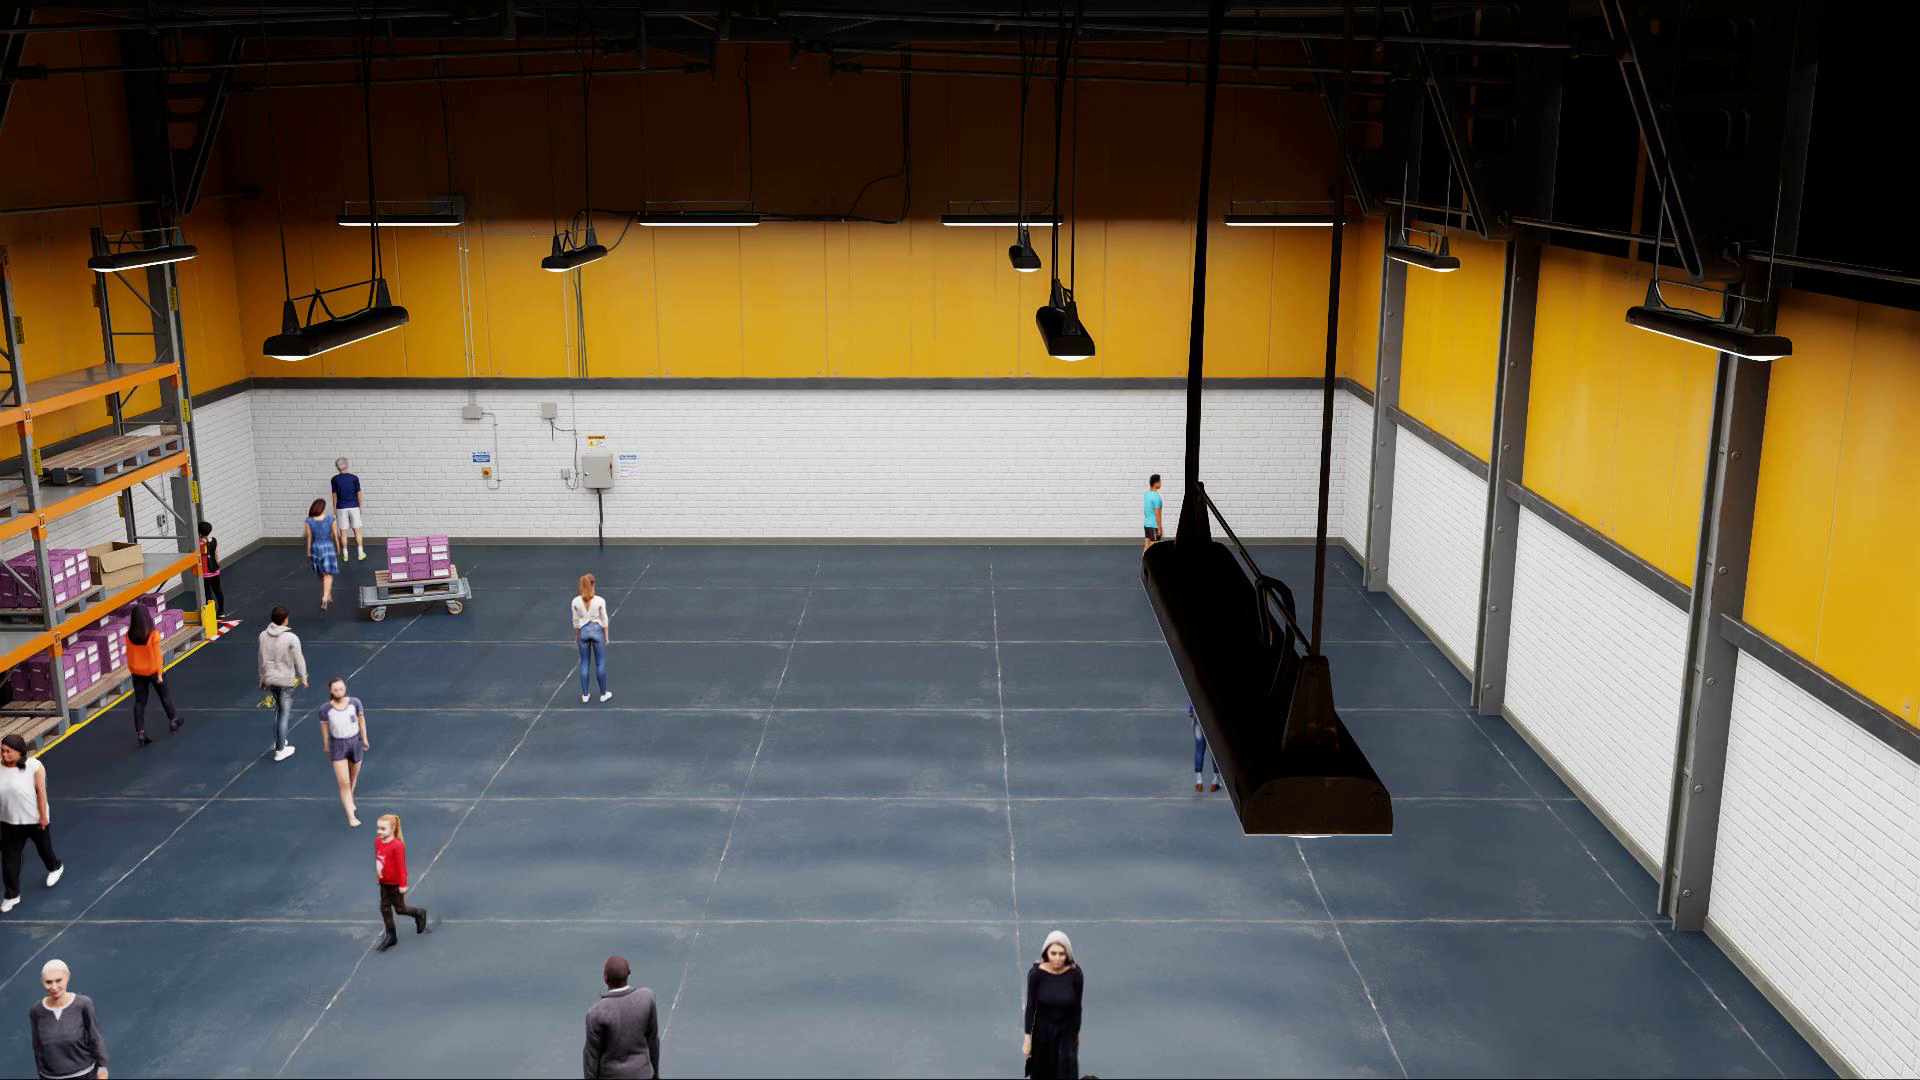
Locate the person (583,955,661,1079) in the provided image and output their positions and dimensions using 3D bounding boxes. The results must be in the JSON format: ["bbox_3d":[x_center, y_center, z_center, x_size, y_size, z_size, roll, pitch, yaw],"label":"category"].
[{"bbox_3d":[-2.304,3.721,11.488,0.788,1.815,0.772,-8,16,-29],"label":"person"}]

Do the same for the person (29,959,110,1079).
[{"bbox_3d":[-6.292,3.712,11.770,0.811,1.700,1.044,-4,14,-17],"label":"person"}]

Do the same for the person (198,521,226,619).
[{"bbox_3d":[-11.513,0.465,25.496,0.655,1.553,0.533,4,14,17],"label":"person"}]

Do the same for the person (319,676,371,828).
[{"bbox_3d":[-6.664,2.254,17.997,0.988,1.605,1.117,-10,17,-36],"label":"person"}]

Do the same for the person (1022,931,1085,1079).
[{"bbox_3d":[0.663,3.625,12.099,0.594,1.715,1.043,0,14,-2],"label":"person"}]

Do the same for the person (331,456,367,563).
[{"bbox_3d":[-10.717,-0.553,29.101,0.696,1.834,0.652,-5,14,-19],"label":"person"}]

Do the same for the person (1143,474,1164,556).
[{"bbox_3d":[3.221,-0.230,27.887,0.744,1.776,0.592,-5,15,-21],"label":"person"}]

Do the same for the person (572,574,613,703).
[{"bbox_3d":[-4.830,1.276,21.791,0.603,1.720,0.521,0,14,-1],"label":"person"}]

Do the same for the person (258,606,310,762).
[{"bbox_3d":[-8.117,1.720,19.720,0.757,1.831,0.794,2,14,8],"label":"person"}]

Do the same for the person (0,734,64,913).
[{"bbox_3d":[-9.057,2.674,16.161,0.641,1.651,1.050,0,14,1],"label":"person"}]

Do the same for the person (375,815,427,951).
[{"bbox_3d":[-5.151,3.098,15.214,0.683,1.273,0.820,7,15,27],"label":"person"}]

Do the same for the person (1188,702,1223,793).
[{"bbox_3d":[2.813,2.049,18.814,0.656,1.618,0.632,4,14,15],"label":"person"}]

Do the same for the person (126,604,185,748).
[{"bbox_3d":[-9.906,1.668,20.174,0.690,1.718,1.021,1,14,6],"label":"person"}]

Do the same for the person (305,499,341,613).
[{"bbox_3d":[-9.876,0.285,25.783,0.726,1.767,1.149,-1,14,-6],"label":"person"}]
